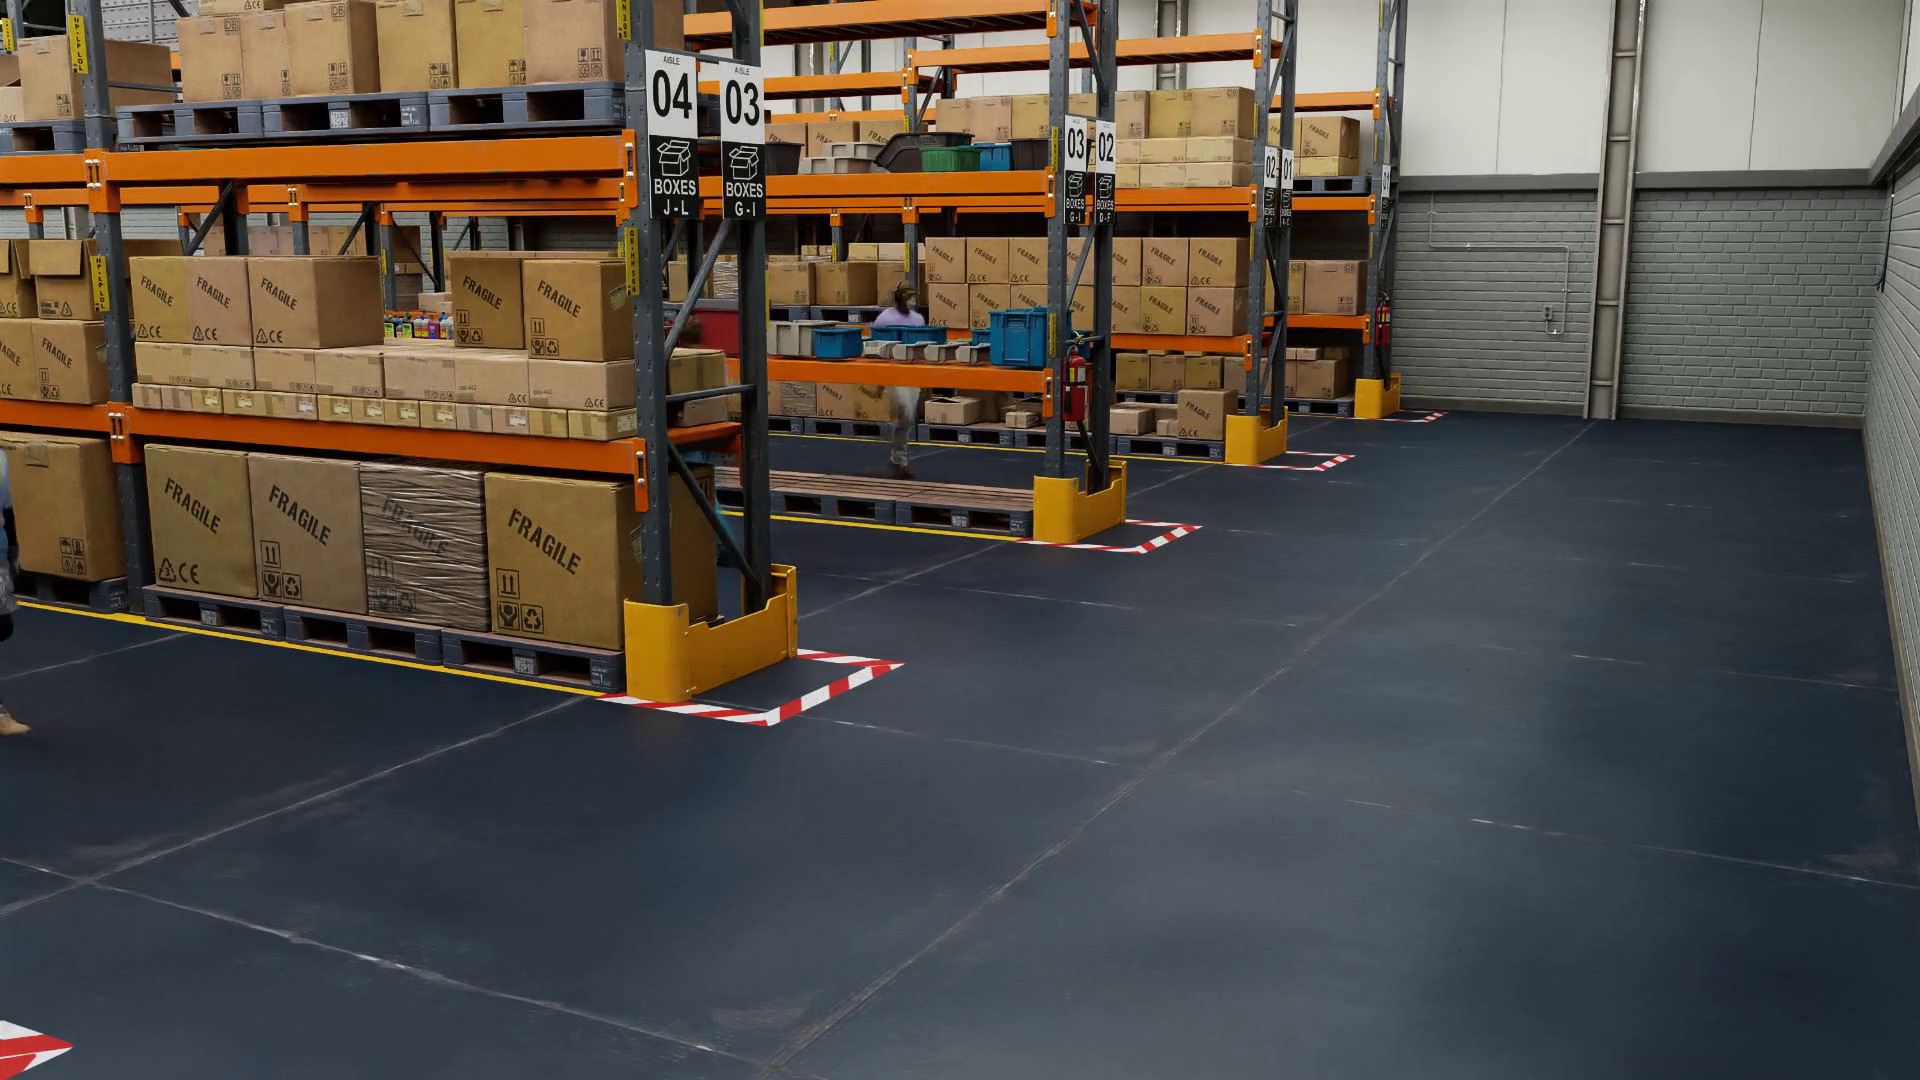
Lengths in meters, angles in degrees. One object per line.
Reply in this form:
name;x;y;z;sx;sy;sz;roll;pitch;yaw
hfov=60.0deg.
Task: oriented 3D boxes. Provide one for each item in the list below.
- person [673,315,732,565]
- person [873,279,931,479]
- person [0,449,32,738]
person;-1.922;-0.730;12.036;1.011;1.796;0.565;8;13;39
person;-0.502;-1.529;15.990;0.515;1.926;0.654;9;13;39
person;-4.709;0.113;7.783;0.598;1.666;0.539;3;11;17
